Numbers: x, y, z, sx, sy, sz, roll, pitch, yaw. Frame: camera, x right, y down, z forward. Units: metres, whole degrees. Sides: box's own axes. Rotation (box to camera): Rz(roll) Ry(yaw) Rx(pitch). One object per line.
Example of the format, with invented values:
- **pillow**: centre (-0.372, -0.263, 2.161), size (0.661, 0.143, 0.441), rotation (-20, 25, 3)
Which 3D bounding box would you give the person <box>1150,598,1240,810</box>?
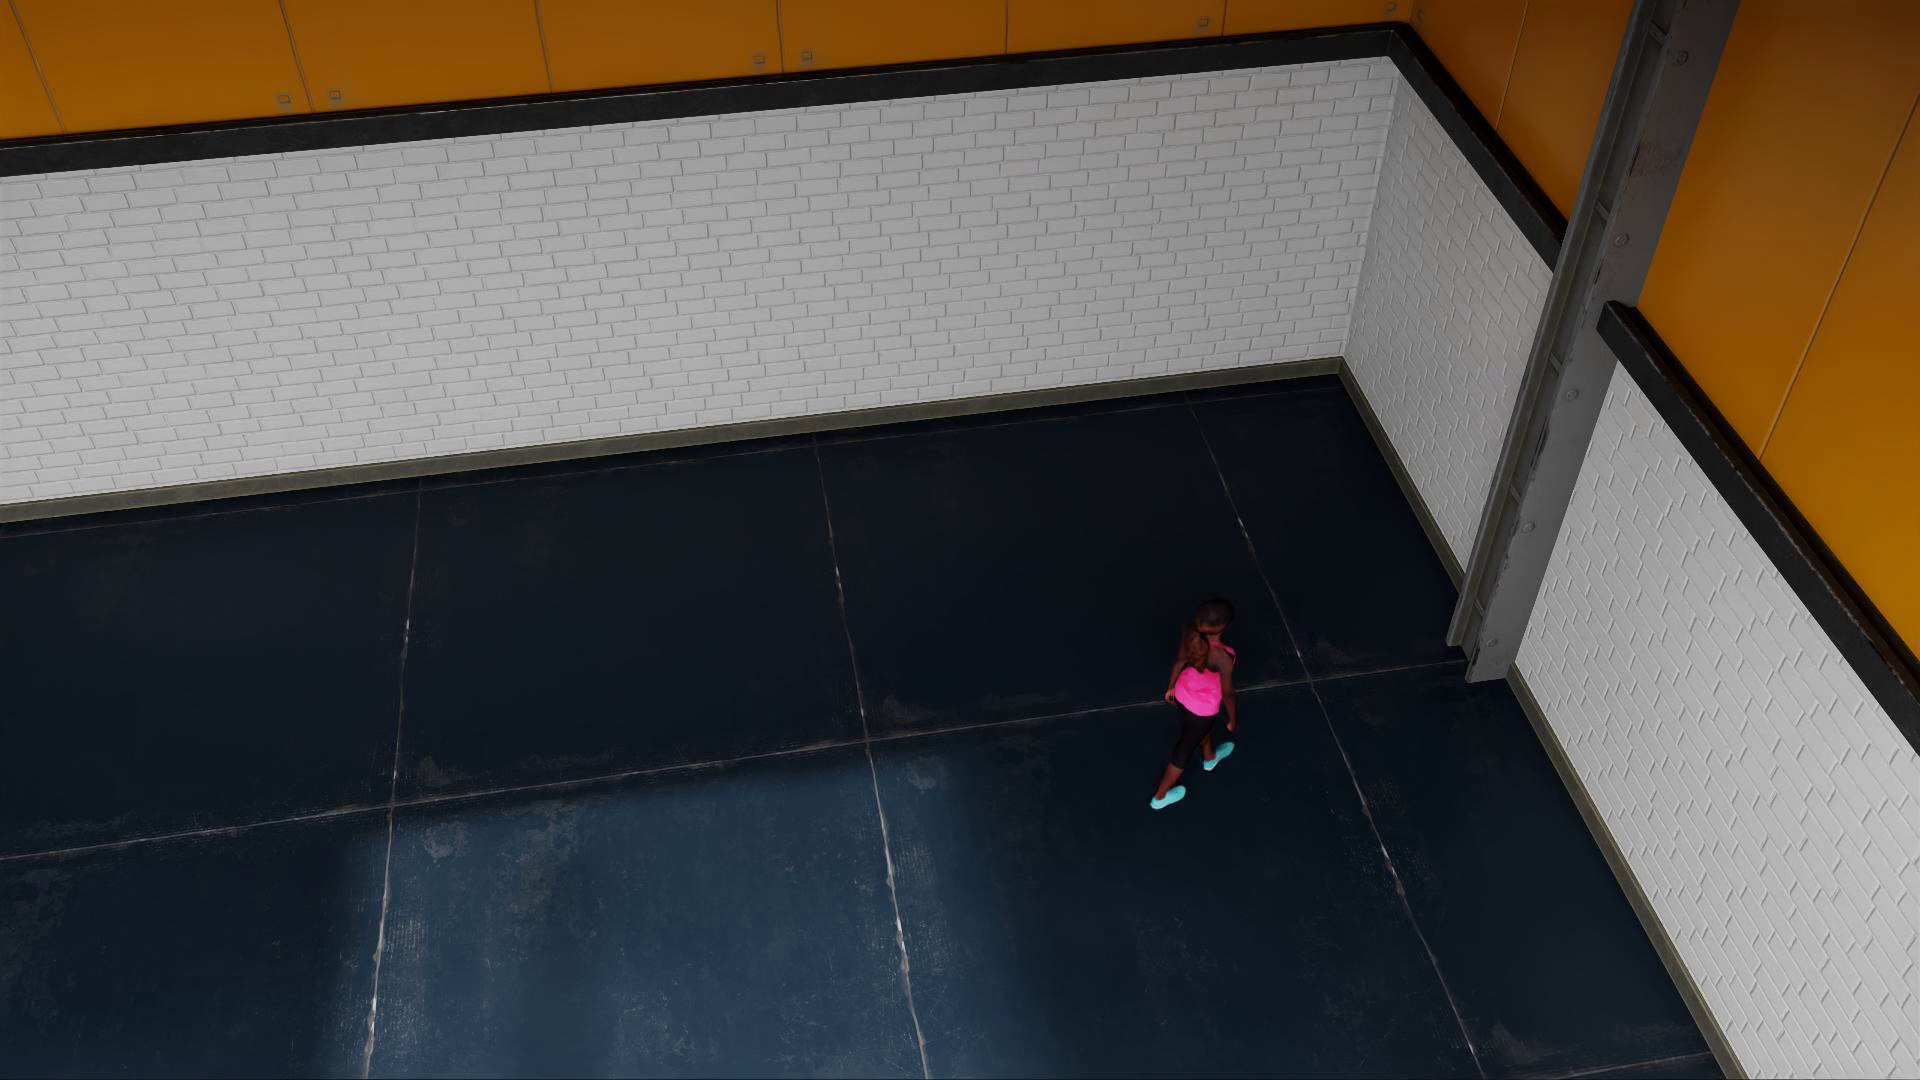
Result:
- **person**: centre (1.332, 1.008, 9.861), size (0.851, 1.697, 0.950), rotation (-22, 48, -21)
